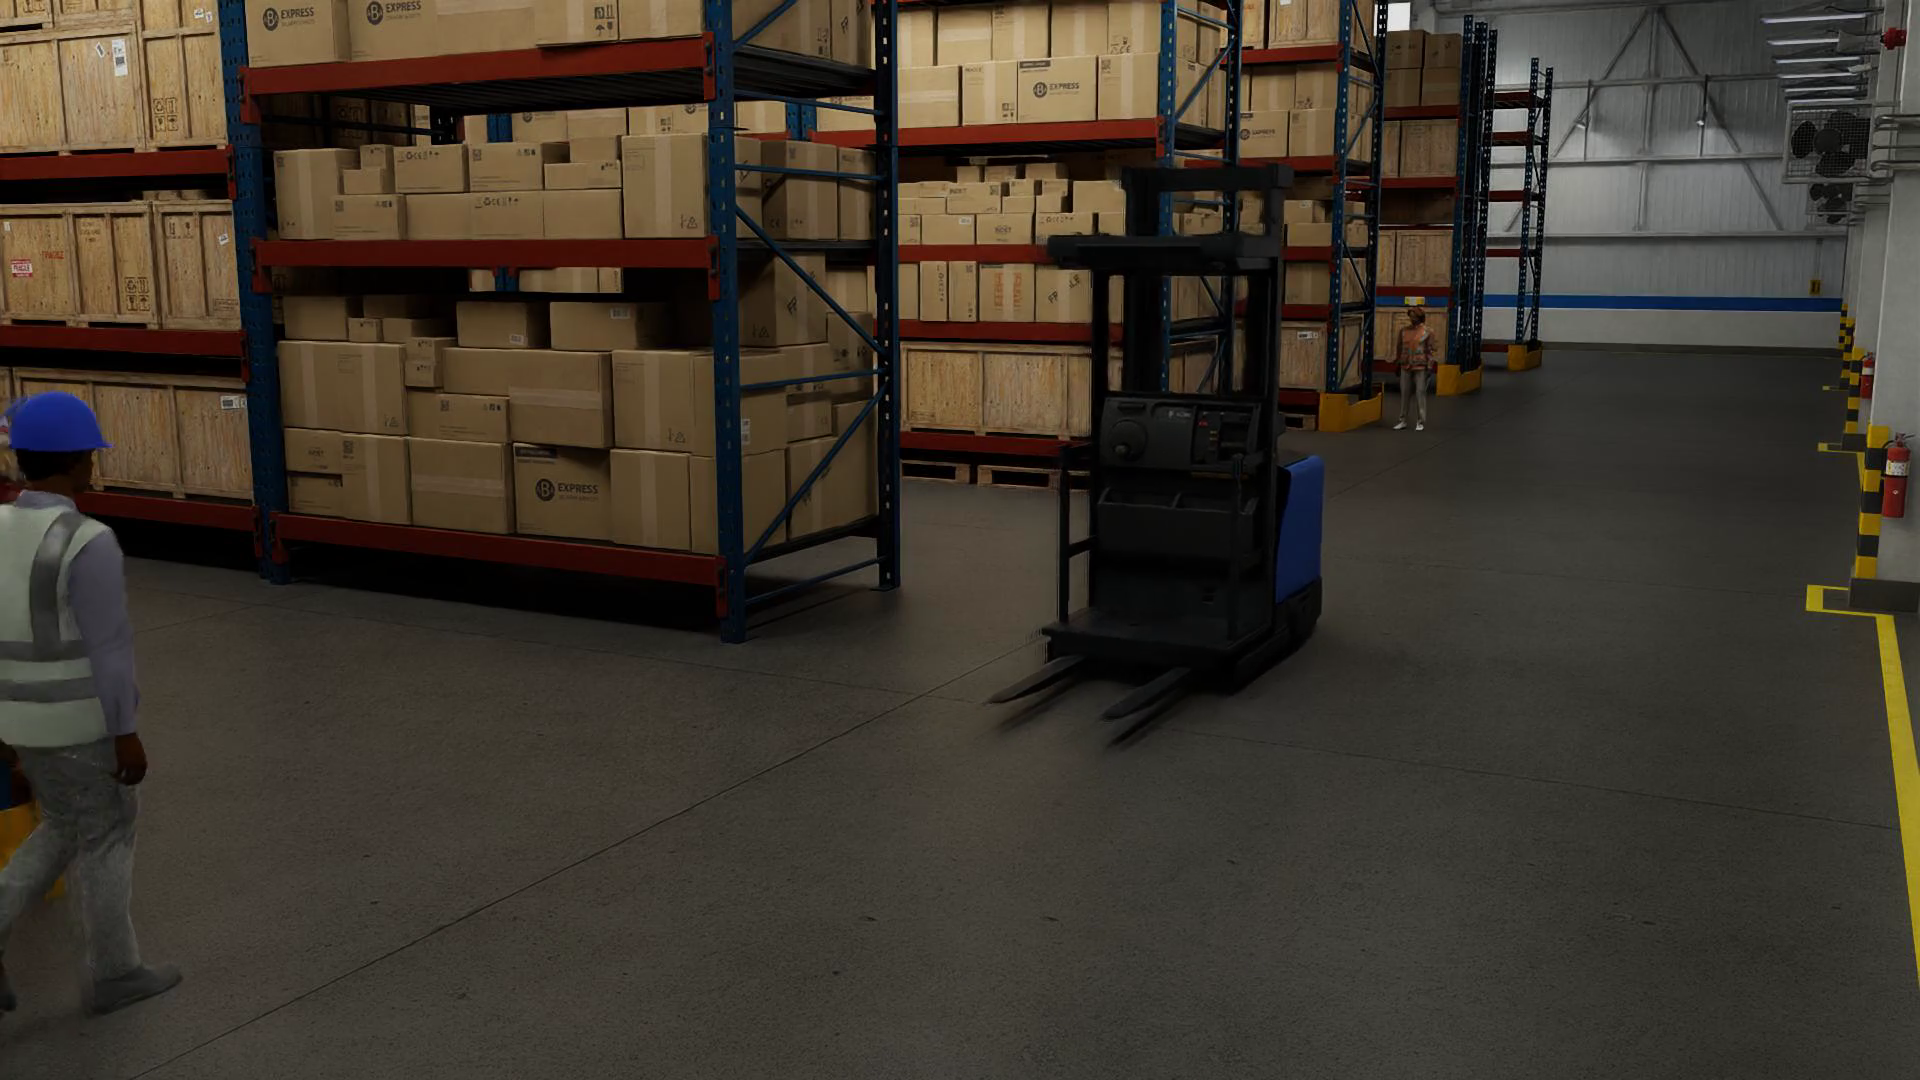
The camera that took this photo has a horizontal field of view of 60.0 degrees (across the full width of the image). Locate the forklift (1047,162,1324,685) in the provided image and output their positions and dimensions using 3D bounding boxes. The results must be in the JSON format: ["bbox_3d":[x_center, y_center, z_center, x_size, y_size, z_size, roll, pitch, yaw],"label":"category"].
[{"bbox_3d":[1.409,-0.767,9.689,1.129,2.768,1.873,5,11,27],"label":"forklift"}]

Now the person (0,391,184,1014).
[{"bbox_3d":[-2.719,0.527,4.968,0.610,1.931,0.580,6,11,29],"label":"person"}]

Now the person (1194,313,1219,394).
[{"bbox_3d":[3.101,-2.195,21.227,0.486,1.741,0.598,3,10,18],"label":"person"}]

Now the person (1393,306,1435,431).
[{"bbox_3d":[5.970,-2.249,21.857,0.514,1.640,0.310,8,12,37],"label":"person"}]

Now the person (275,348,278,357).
[{"bbox_3d":[-7.601,-1.720,18.430,0.900,1.780,0.577,3,10,16],"label":"person"}]
